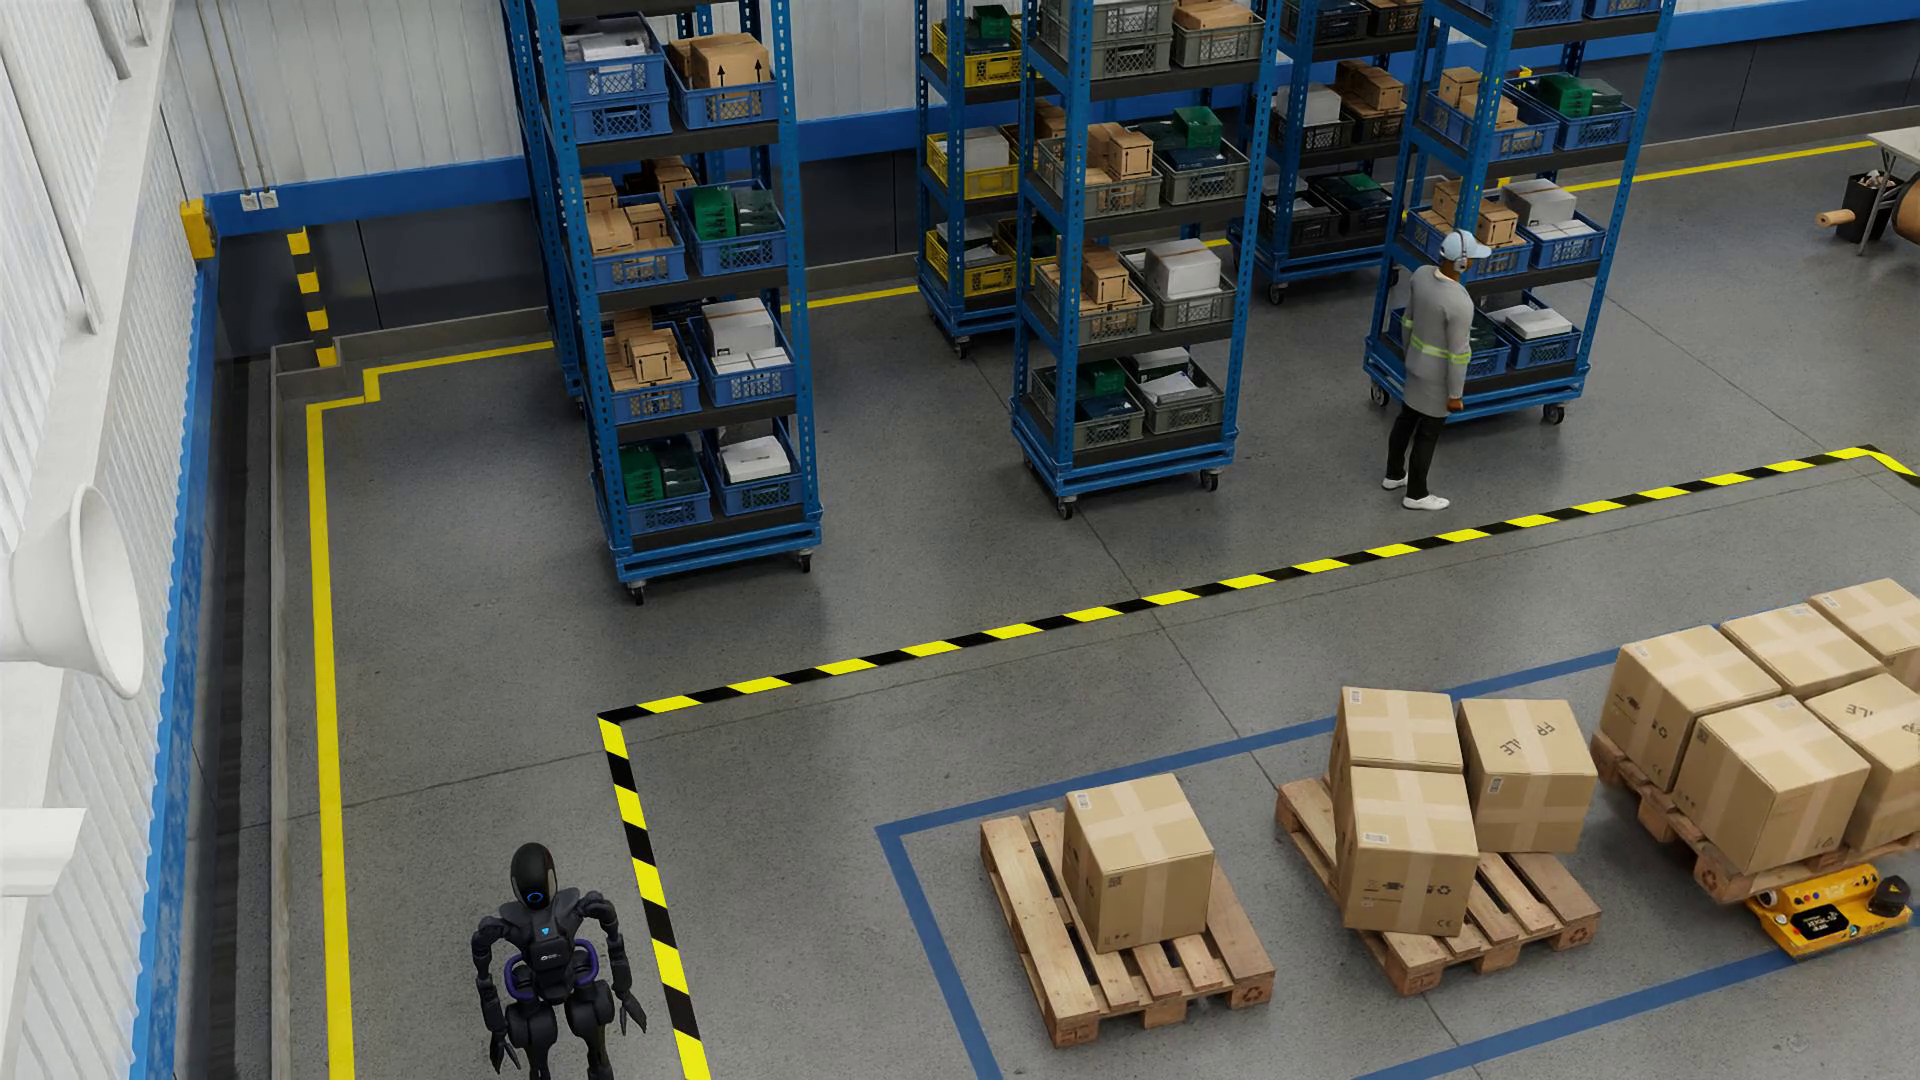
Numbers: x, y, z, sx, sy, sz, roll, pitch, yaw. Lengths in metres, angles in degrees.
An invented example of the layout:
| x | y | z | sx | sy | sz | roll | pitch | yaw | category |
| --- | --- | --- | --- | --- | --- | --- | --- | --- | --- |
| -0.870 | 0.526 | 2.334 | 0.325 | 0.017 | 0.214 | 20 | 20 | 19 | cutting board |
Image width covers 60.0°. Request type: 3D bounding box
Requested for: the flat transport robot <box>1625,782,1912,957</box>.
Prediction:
| x | y | z | sx | sy | sz | roll | pitch | yaw | category |
| --- | --- | --- | --- | --- | --- | --- | --- | --- | --- |
| 3.842 | 1.365 | 8.096 | 0.652 | 0.197 | 1.431 | -11 | 37 | -15 | flat transport robot |

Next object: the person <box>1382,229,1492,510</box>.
| x | y | z | sx | sy | sz | roll | pitch | yaw | category |
| --- | --- | --- | --- | --- | --- | --- | --- | --- | --- |
| 2.913 | -1.040 | 10.156 | 0.384 | 1.850 | 0.599 | -11 | 37 | -15 | person |

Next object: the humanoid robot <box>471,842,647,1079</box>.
| x | y | z | sx | sy | sz | roll | pitch | yaw | category |
| --- | --- | --- | --- | --- | --- | --- | --- | --- | --- |
| -1.511 | 1.766 | 6.317 | 0.599 | 1.657 | 0.315 | -12 | 37 | -17 | humanoid robot |
